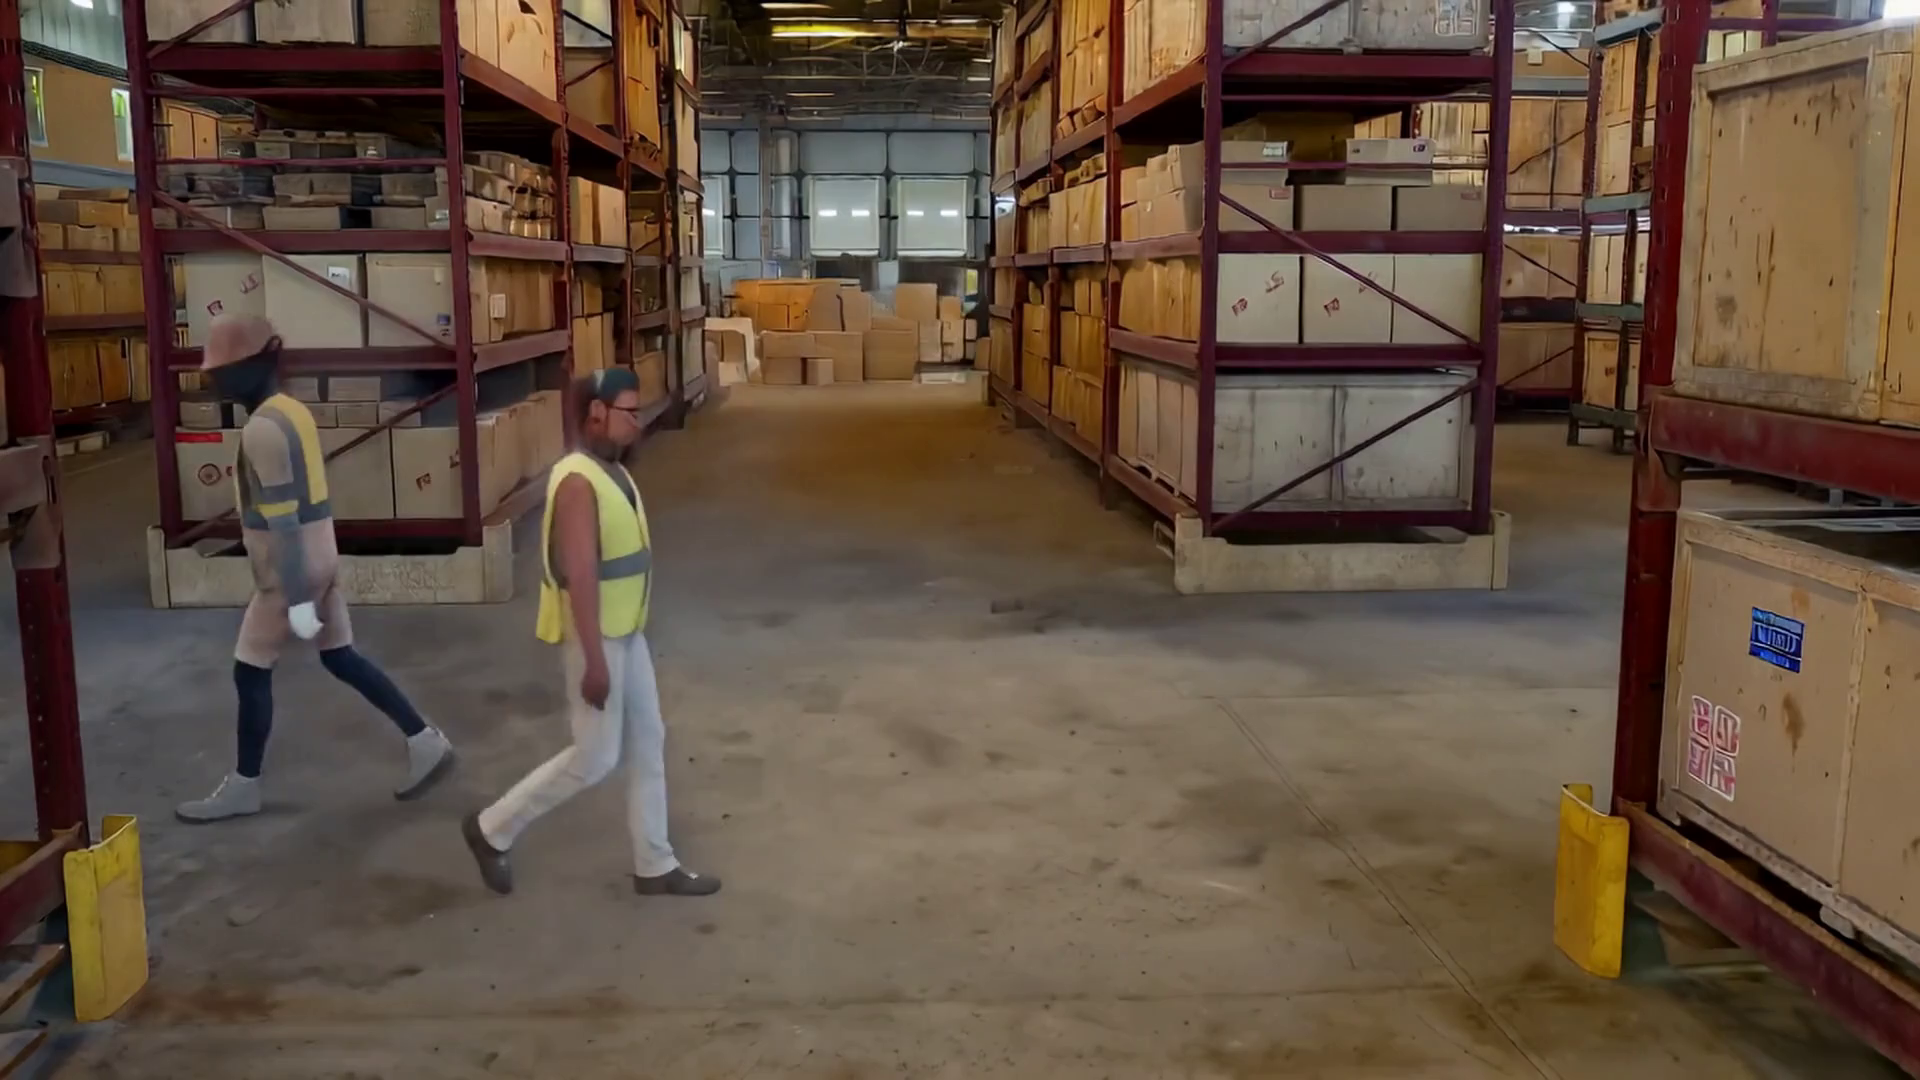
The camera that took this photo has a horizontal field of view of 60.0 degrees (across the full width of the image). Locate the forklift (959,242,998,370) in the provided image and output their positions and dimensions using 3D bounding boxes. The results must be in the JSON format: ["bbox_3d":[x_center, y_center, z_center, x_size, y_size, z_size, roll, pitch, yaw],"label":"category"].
[{"bbox_3d":[1.039,-5.082,36.242,1.129,2.768,1.873,-9,13,-44],"label":"forklift"}]

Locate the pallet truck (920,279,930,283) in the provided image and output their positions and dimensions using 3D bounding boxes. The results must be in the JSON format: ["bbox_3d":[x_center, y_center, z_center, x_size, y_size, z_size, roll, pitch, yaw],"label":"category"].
[{"bbox_3d":[-0.932,-8.922,63.114,1.885,1.965,0.823,2,9,13],"label":"pallet truck"}]

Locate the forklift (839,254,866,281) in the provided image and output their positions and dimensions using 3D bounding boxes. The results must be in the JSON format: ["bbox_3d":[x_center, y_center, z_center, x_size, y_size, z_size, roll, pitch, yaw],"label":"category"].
[{"bbox_3d":[-3.693,-8.485,57.608,1.129,2.768,1.873,-6,11,-32],"label":"forklift"}]

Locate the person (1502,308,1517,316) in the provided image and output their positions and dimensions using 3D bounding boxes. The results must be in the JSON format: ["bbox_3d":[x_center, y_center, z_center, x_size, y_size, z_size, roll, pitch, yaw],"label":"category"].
[{"bbox_3d":[10.059,-3.657,30.388,0.962,1.903,0.554,3,9,17],"label":"person"}]

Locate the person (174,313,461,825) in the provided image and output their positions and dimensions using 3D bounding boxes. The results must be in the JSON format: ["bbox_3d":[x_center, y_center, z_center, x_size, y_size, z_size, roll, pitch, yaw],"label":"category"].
[{"bbox_3d":[-2.508,0.113,6.450,1.029,1.993,0.643,-2,9,-9],"label":"person"}]

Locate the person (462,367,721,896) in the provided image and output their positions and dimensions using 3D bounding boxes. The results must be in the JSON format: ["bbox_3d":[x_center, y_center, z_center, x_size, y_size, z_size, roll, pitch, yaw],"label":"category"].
[{"bbox_3d":[-1.249,0.330,5.575,0.783,1.824,0.581,1,9,4],"label":"person"}]
